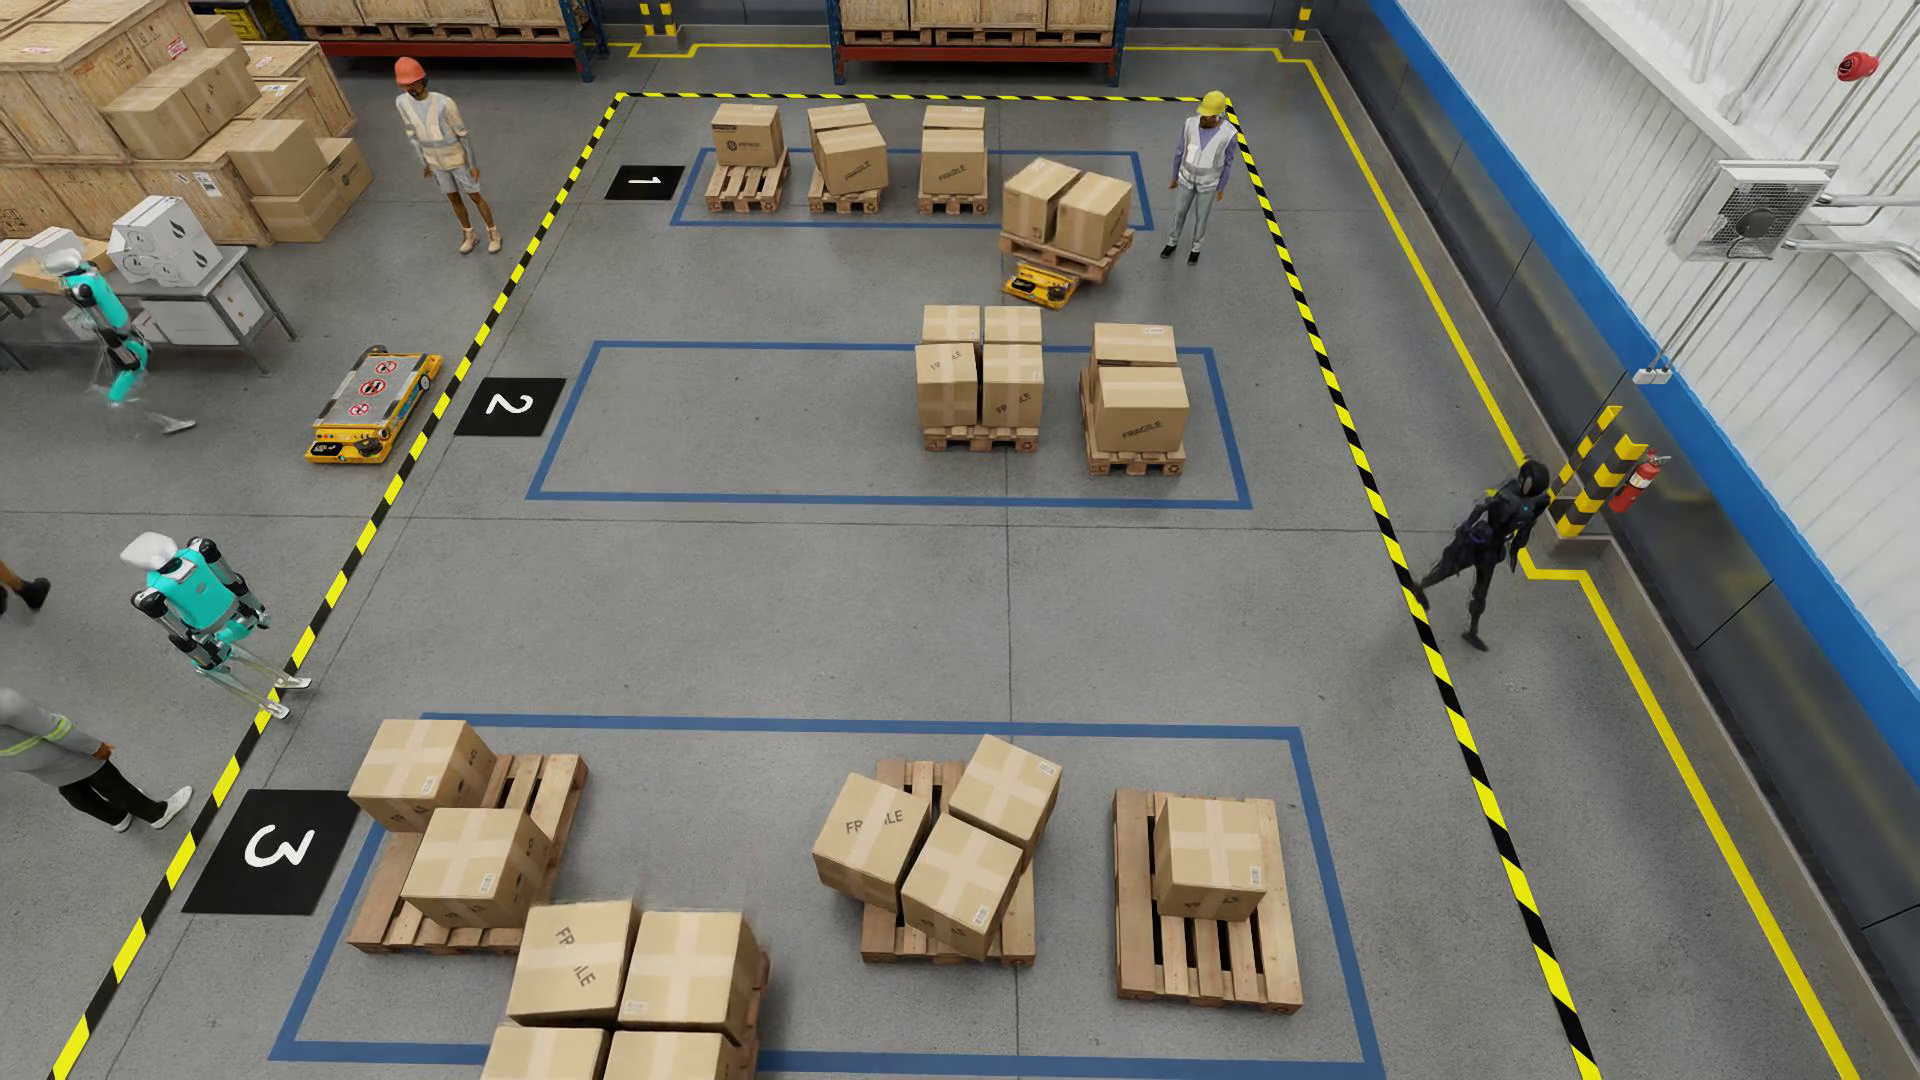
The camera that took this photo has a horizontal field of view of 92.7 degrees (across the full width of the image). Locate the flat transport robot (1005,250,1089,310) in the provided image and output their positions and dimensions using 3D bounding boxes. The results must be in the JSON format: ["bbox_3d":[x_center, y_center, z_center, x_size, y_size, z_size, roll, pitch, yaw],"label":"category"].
[{"bbox_3d":[1.107,-3.033,9.915,0.652,0.197,1.431,24,54,19],"label":"flat transport robot"}]

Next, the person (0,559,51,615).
[{"bbox_3d":[-7.336,-0.155,6.411,0.552,1.936,0.375,-26,55,-21],"label":"person"}]

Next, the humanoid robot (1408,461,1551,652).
[{"bbox_3d":[3.659,0.102,6.377,0.589,1.627,0.745,-8,50,-7],"label":"humanoid robot"}]

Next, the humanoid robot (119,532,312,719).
[{"bbox_3d":[-4.843,0.543,5.861,0.735,1.671,0.533,10,50,8],"label":"humanoid robot"}]

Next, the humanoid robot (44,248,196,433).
[{"bbox_3d":[-7.182,-1.524,7.771,0.702,1.899,0.547,-21,53,-17],"label":"humanoid robot"}]

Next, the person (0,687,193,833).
[{"bbox_3d":[-5.313,1.178,5.332,0.599,1.850,0.385,-1,50,-1],"label":"person"}]

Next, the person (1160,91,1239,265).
[{"bbox_3d":[2.475,-3.730,9.501,0.593,1.826,0.403,22,53,18],"label":"person"}]

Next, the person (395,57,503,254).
[{"bbox_3d":[-5.343,-3.952,9.548,0.606,2.048,0.365,0,50,0],"label":"person"}]

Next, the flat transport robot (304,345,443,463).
[{"bbox_3d":[-5.383,-1.269,8.441,0.659,0.231,1.431,1,50,1],"label":"flat transport robot"}]

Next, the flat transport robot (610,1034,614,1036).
[{"bbox_3d":[-1.679,2.815,4.967,0.652,0.197,1.431,1,50,1],"label":"flat transport robot"}]
